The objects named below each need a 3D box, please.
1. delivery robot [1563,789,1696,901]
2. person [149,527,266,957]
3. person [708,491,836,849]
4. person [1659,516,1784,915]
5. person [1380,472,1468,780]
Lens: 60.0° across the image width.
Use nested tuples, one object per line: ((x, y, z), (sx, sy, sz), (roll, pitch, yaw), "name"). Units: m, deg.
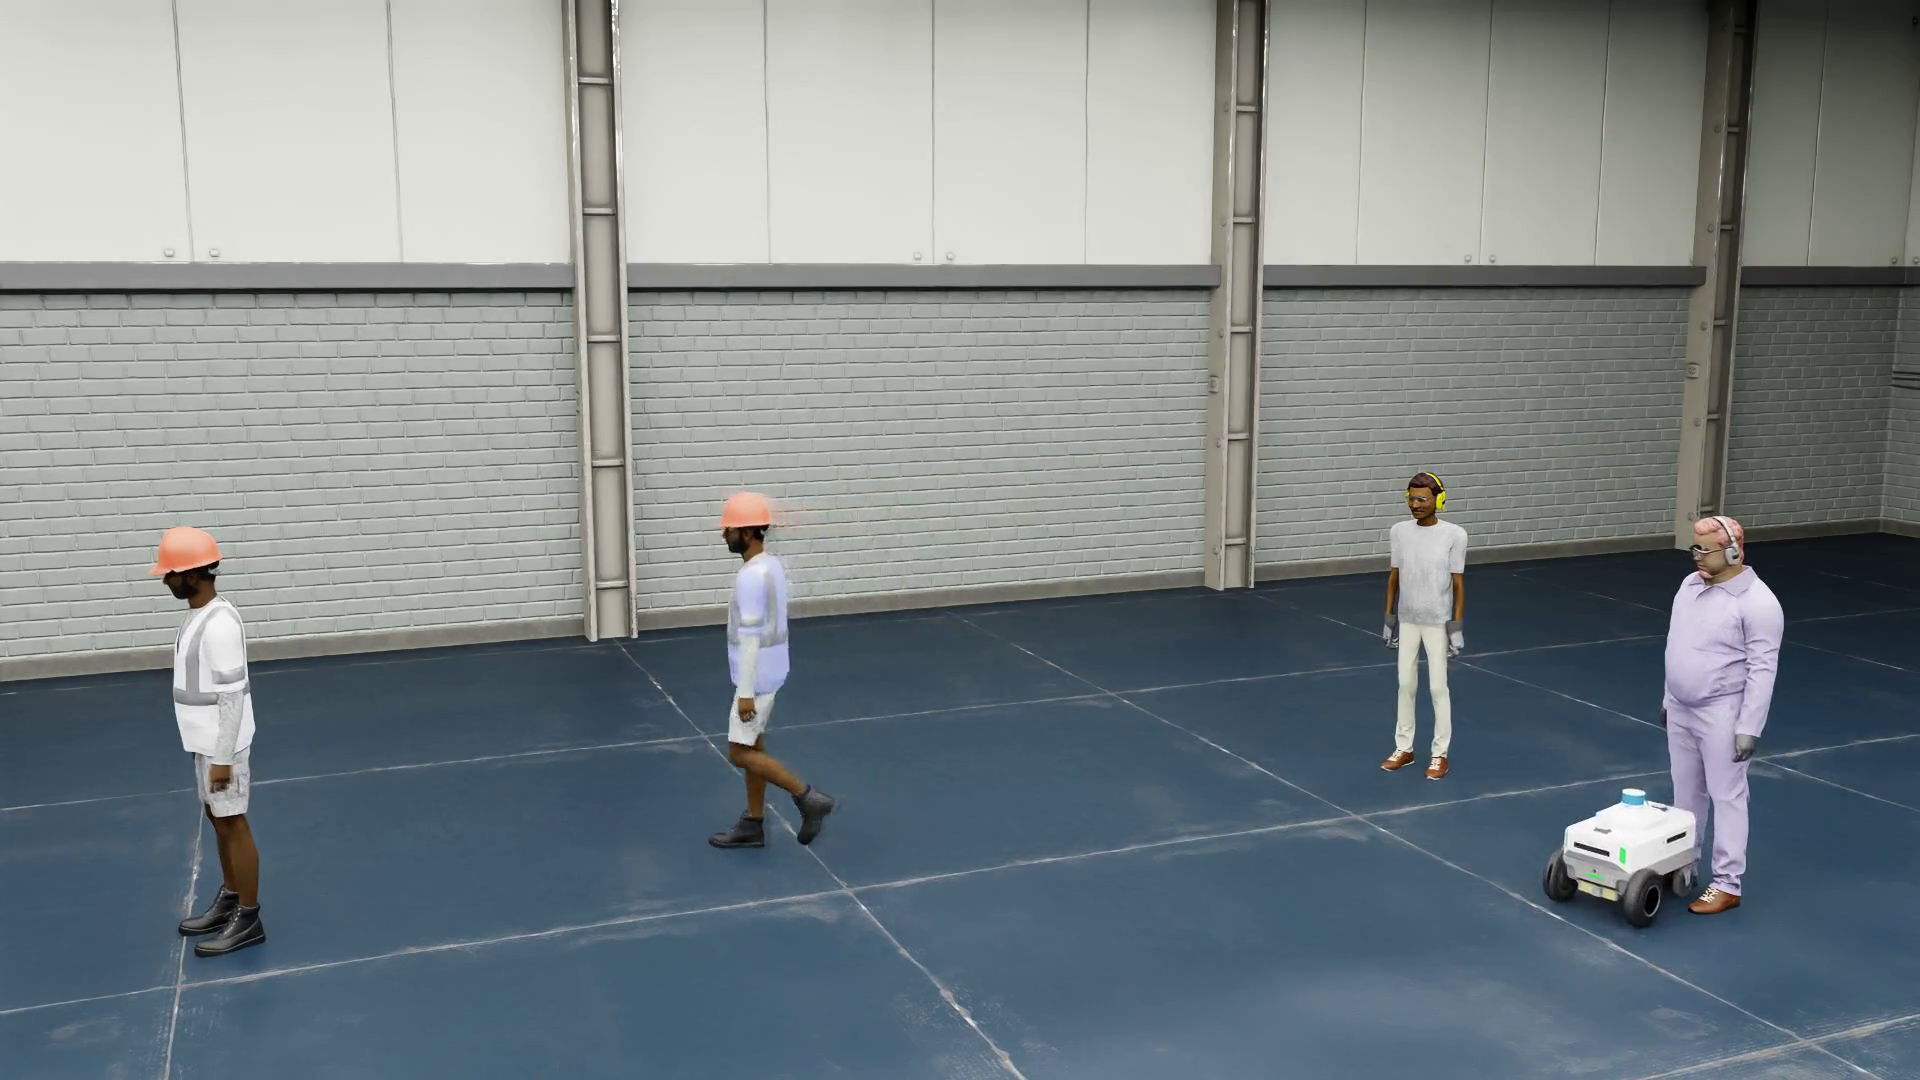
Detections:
((3.230, 1.443, 8.011), (0.707, 0.478, 0.477), (-7, 12, -39), "delivery robot")
((-3.366, 0.894, 7.452), (0.375, 1.930, 0.542), (-6, 11, -33), "person")
((-1.009, 0.703, 8.672), (0.600, 1.925, 0.567), (1, 9, 3), "person")
((3.580, 0.826, 7.971), (0.407, 1.902, 0.639), (-2, 9, -15), "person")
((2.810, 0.512, 10.077), (0.520, 1.865, 0.316), (7, 12, 38), "person")
